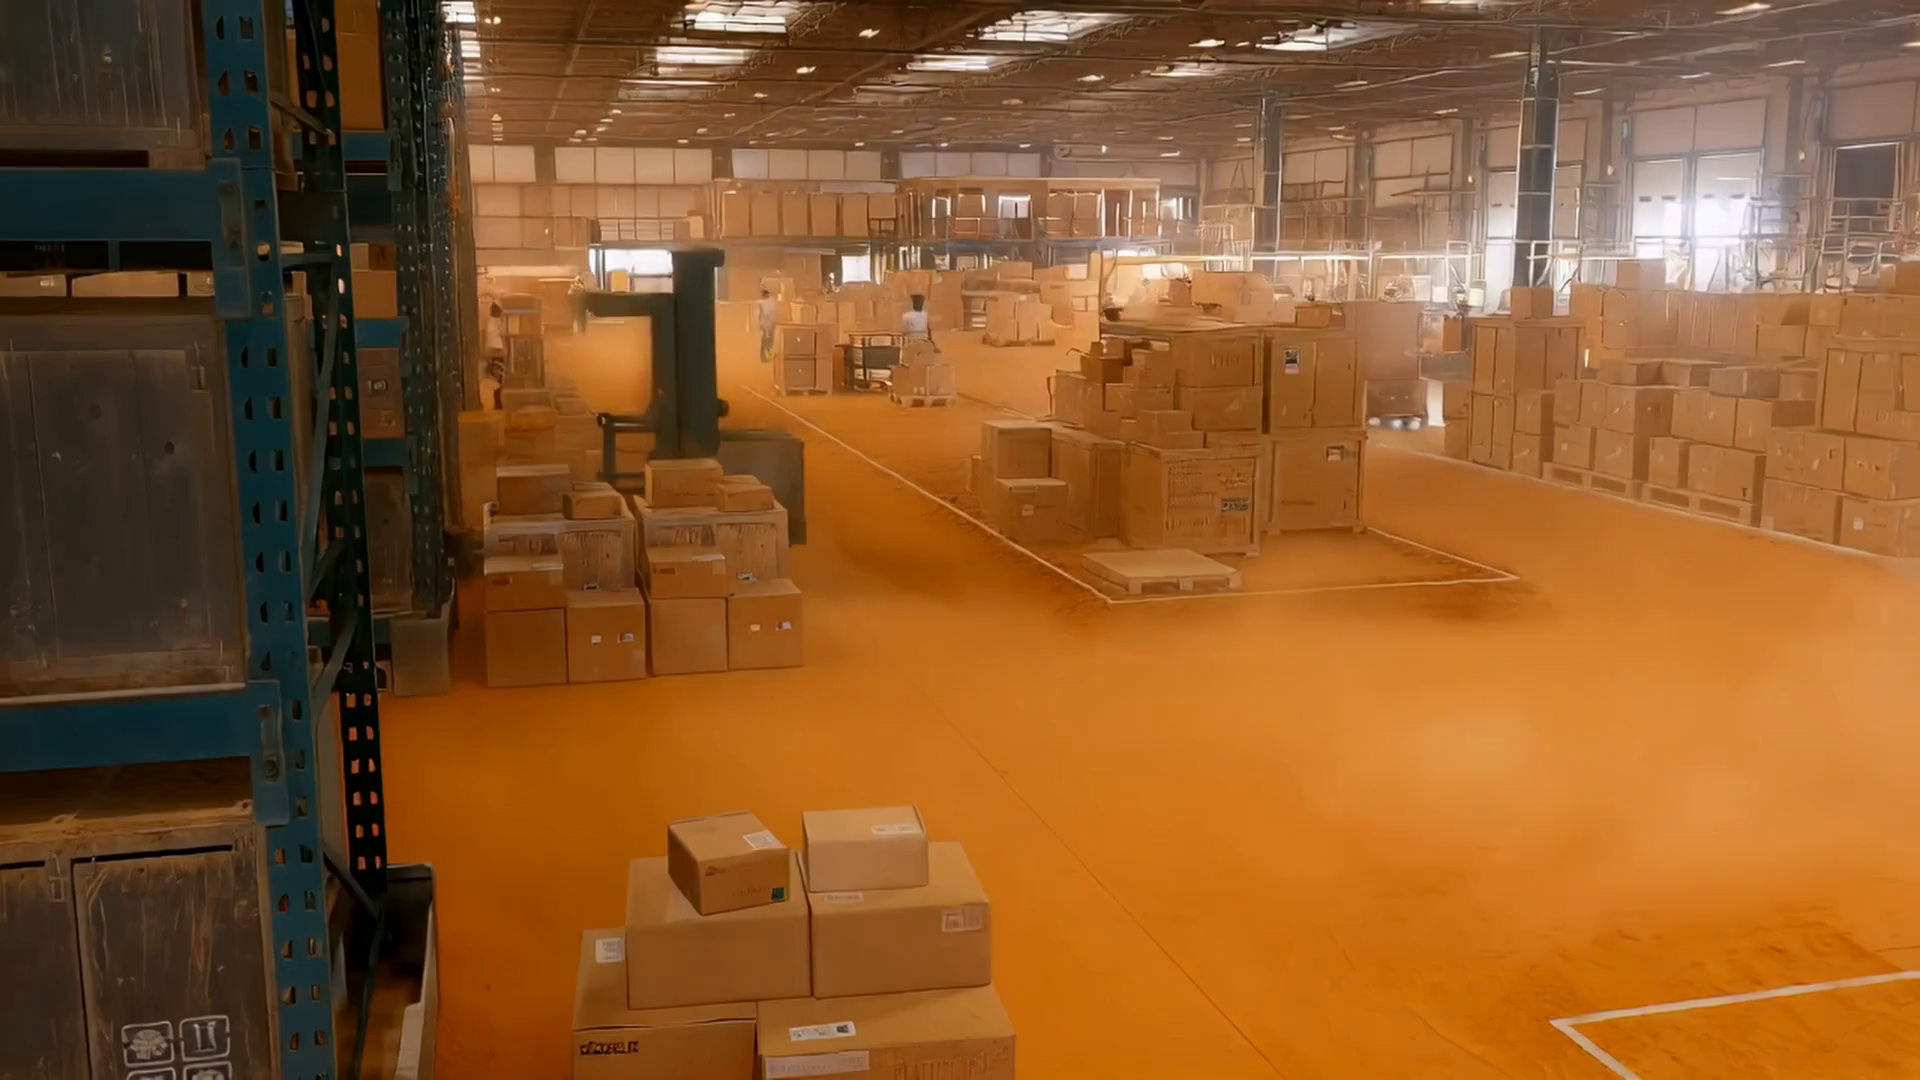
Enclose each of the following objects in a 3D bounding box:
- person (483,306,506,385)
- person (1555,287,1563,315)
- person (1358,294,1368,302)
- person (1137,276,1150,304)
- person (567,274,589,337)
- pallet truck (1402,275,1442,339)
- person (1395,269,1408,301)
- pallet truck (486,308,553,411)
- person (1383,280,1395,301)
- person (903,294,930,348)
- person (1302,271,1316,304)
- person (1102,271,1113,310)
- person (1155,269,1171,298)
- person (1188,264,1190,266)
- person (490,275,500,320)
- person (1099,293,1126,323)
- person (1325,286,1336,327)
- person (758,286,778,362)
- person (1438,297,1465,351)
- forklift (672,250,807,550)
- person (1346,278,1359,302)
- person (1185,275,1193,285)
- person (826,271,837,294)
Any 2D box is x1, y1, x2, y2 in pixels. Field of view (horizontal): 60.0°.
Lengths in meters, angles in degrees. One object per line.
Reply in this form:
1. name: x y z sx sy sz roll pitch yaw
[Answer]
1. person: -9.631 -4.023 34.451 0.535 1.647 0.872 4 11 21
2. person: 17.633 -6.618 49.068 0.360 1.672 0.610 1 10 5
3. person: 8.199 -4.021 33.717 0.609 1.901 0.625 -2 10 -11
4. person: 6.671 -8.547 59.609 0.837 1.811 0.633 7 12 36
5. person: -12.144 -7.485 52.934 0.690 2.000 0.984 -2 10 -13
6. pallet truck: 14.620 -7.324 52.145 0.823 1.965 1.885 8 13 40
7. person: 18.644 -10.471 70.190 0.548 1.922 0.681 4 11 21
8. pallet truck: -6.242 -2.418 24.362 0.823 1.965 1.885 1 10 3
9. person: 14.613 -8.020 56.845 0.505 1.727 0.617 -3 11 -18
10. person: -0.803 -3.921 33.074 0.636 1.917 0.989 -5 11 -25
11. person: 13.250 -9.264 63.269 0.608 1.948 0.389 -8 13 -37
12. person: 5.581 -9.024 61.899 0.622 1.959 0.934 -10 14 -43
13. person: 8.574 -10.482 70.292 0.655 1.912 0.715 3 10 15
14. person: 11.577 -13.046 84.554 0.608 1.995 0.377 -7 12 -34
15. person: -16.411 -8.412 58.719 0.580 1.851 0.537 5 11 26
16. person: 3.108 -4.085 34.034 0.557 1.924 0.495 -3 10 -14
17. person: 10.604 -6.391 47.551 0.455 1.756 0.524 -3 11 -17
18. person: -4.693 -5.285 40.912 0.563 1.884 1.022 -6 12 -31
19. person: 10.037 -4.039 33.972 0.520 1.844 0.331 0 10 2
20. forklift: -2.459 -1.321 15.652 1.873 2.768 1.129 -3 10 -15
21. person: 13.707 -8.389 58.409 0.616 1.904 0.572 -6 12 -30
22. person: 7.945 -8.288 57.951 0.609 1.873 0.986 3 10 15
23. person: -4.441 -8.286 57.504 0.409 2.035 0.602 1 10 5
